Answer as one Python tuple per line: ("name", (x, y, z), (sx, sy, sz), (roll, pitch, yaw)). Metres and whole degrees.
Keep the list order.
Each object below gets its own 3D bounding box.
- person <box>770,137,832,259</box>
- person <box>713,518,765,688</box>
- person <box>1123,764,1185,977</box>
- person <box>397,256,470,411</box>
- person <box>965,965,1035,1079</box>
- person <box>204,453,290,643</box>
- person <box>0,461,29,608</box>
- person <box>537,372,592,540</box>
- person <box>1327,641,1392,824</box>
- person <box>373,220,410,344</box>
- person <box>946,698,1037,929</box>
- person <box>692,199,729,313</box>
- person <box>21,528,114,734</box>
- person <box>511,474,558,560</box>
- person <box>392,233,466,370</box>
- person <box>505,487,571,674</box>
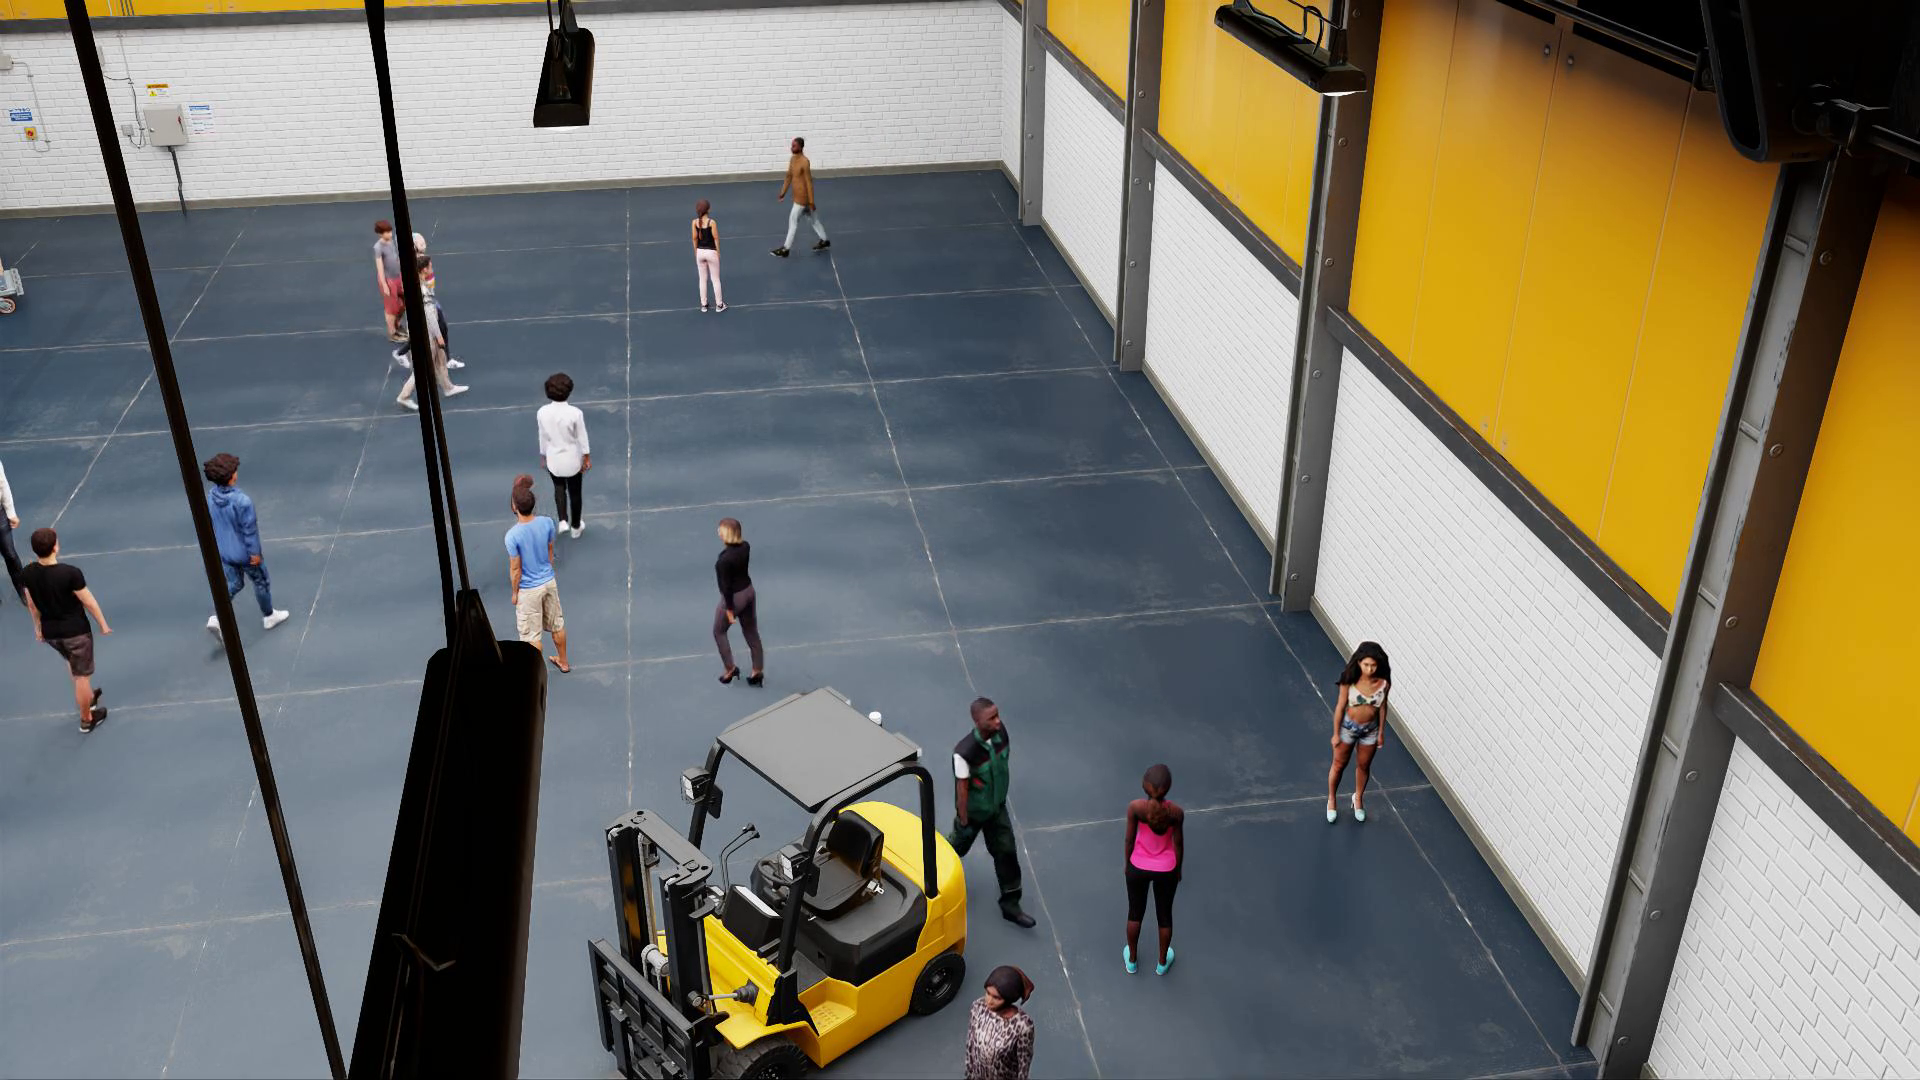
("person", (-2.256, -5.063, 24.617), (0.952, 1.763, 1.243), (-13, 31, -23))
("person", (-1.839, 0.576, 14.389), (0.791, 1.657, 0.726), (16, 32, 26))
("person", (1.305, 2.234, 11.281), (0.622, 1.723, 0.645), (4, 29, 8))
("person", (-6.421, -2.435, 19.715), (1.060, 1.844, 1.197), (-19, 34, -31))
("person", (0.228, 3.146, 9.619), (0.682, 1.714, 0.744), (19, 34, 31))
("person", (-6.614, 0.106, 15.115), (1.021, 1.787, 1.155), (12, 31, 21))
("person", (-9.151, -0.214, 15.615), (0.725, 1.871, 0.666), (-15, 32, -25))
("person", (-4.004, -0.799, 16.762), (0.705, 1.799, 0.742), (0, 29, -1))
("person", (3.064, 1.475, 12.776), (0.596, 1.624, 0.598), (-1, 29, -1))
("person", (-7.478, -3.372, 21.646), (0.791, 1.639, 0.713), (9, 30, 16))
("person", (0.075, 1.882, 11.852), (1.311, 1.795, 1.161), (23, 36, 36))
("person", (-3.442, -3.881, 22.656), (0.613, 1.565, 0.626), (6, 29, 10))
("person", (-7.469, 0.787, 13.806), (0.790, 1.845, 0.884), (1, 29, 2))
("person", (-4.295, -0.133, 16.296), (0.696, 1.076, 0.704), (-19, 34, -31))
("person", (-6.739, -2.936, 20.700), (0.888, 1.780, 1.096), (2, 29, 4))
("person", (-3.698, 0.390, 14.514), (0.778, 1.864, 0.735), (22, 35, 34))
